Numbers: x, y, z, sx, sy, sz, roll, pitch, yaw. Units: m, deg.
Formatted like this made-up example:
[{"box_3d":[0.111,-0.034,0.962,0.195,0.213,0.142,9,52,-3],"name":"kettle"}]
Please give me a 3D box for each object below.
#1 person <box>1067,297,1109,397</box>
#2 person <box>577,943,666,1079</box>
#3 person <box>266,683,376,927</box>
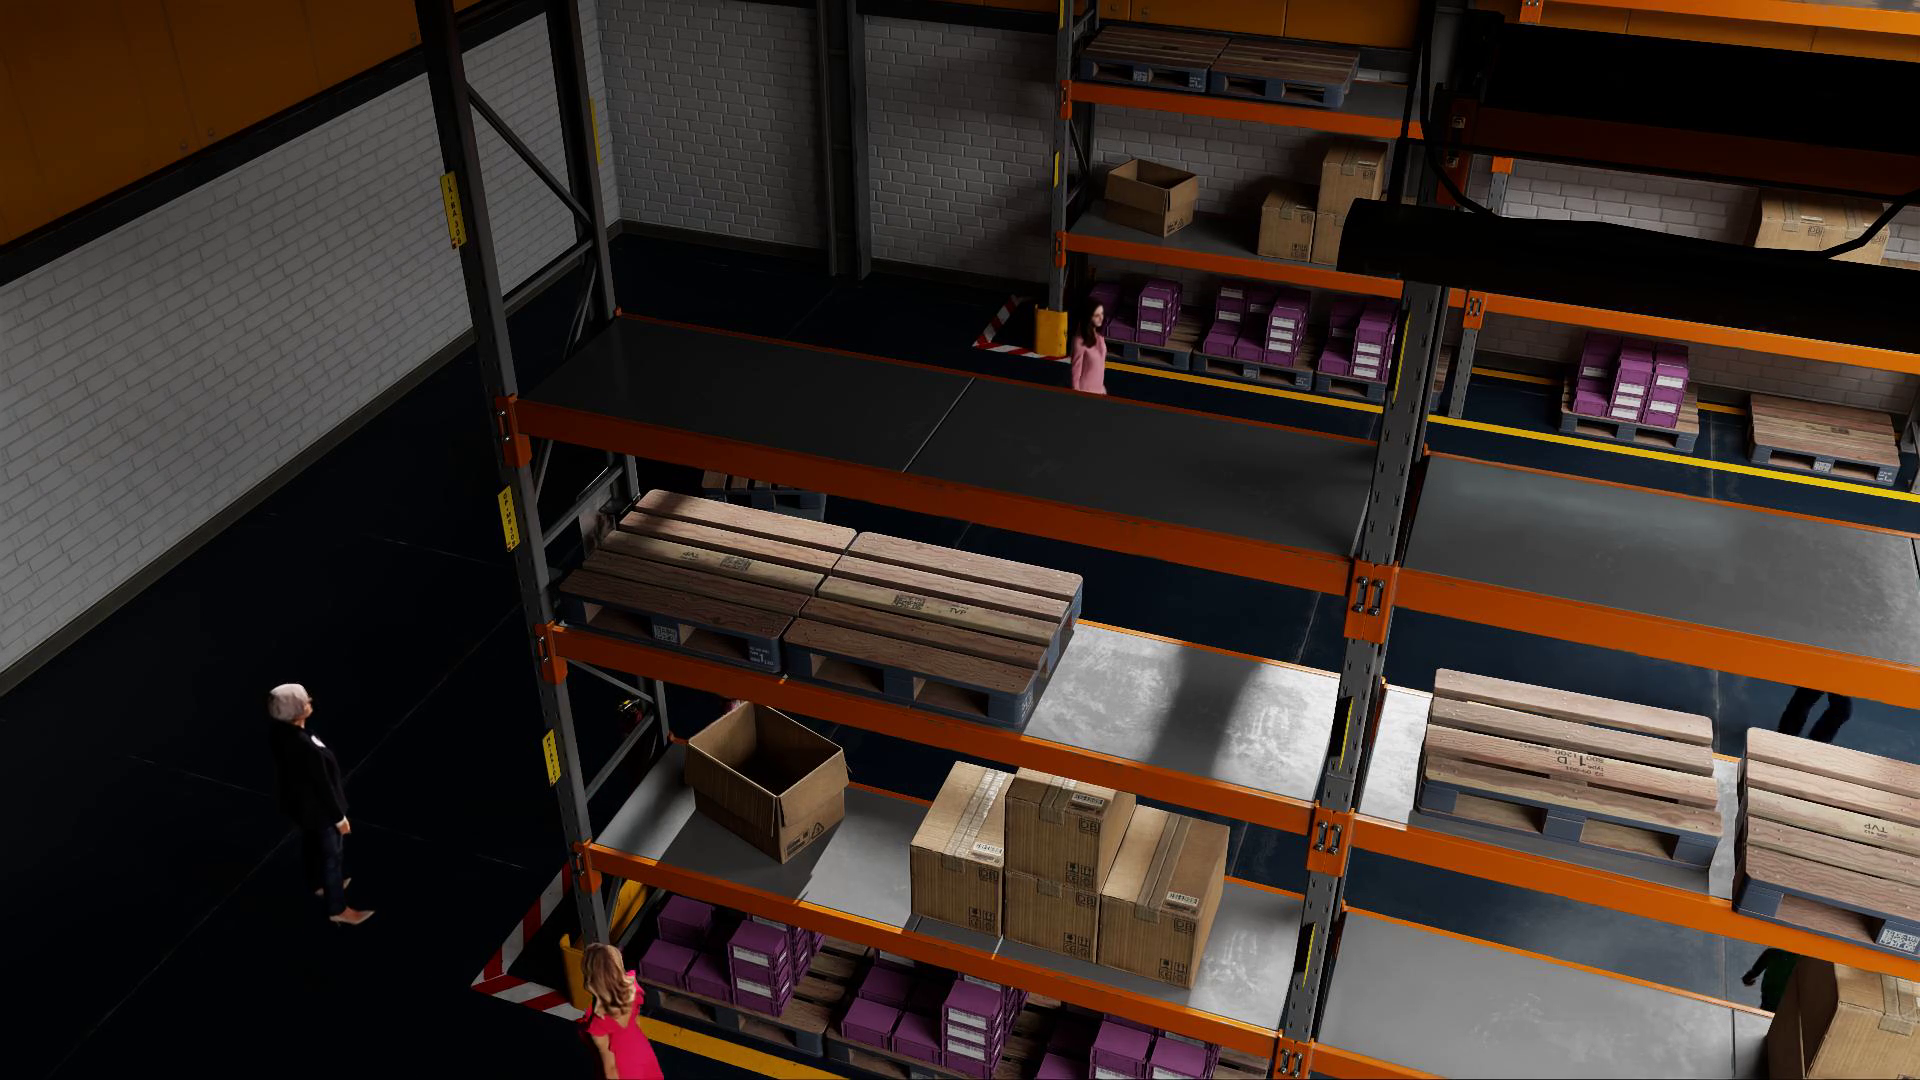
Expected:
[{"box_3d":[1.025,-1.294,14.408,0.795,1.790,0.725,22,39,29],"name":"person"},{"box_3d":[-1.609,2.730,8.454,1.059,1.678,0.595,13,36,19],"name":"person"},{"box_3d":[-3.745,1.503,9.706,0.805,1.775,0.796,-25,41,-32],"name":"person"}]
